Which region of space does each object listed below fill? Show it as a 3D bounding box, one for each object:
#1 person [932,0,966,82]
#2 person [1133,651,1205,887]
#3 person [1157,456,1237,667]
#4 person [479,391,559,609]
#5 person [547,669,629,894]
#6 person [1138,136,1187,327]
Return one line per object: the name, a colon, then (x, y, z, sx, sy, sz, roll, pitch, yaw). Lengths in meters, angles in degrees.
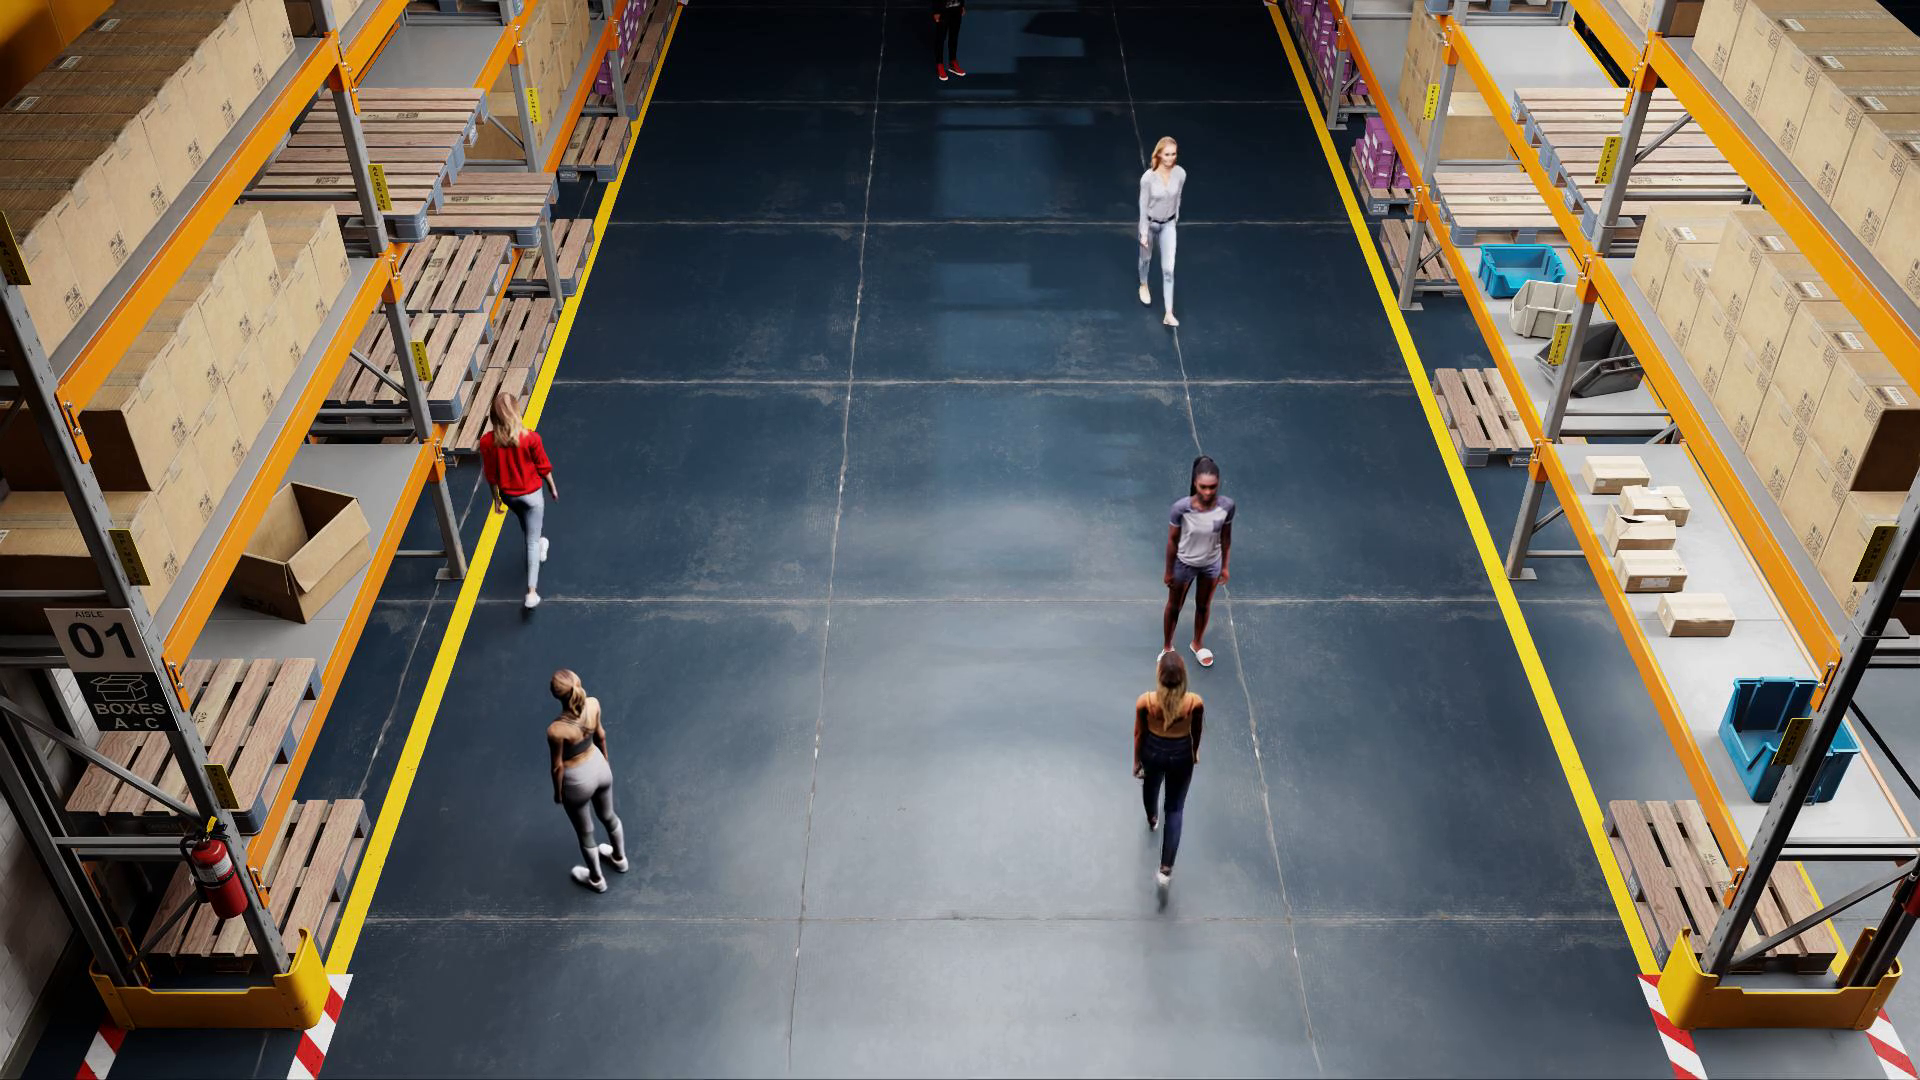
person: (-0.141, -6.311, 19.679, 0.686, 1.675, 0.709, -23, 44, -26)
person: (1.257, 1.390, 10.095, 0.684, 1.604, 1.110, 6, 39, 8)
person: (1.643, 0.172, 11.524, 0.635, 1.722, 0.574, -4, 39, -5)
person: (-3.199, -0.269, 12.123, 0.670, 1.664, 1.139, -2, 39, -2)
person: (-2.243, 1.436, 9.957, 0.691, 1.704, 0.608, 24, 45, 27)
person: (1.785, -2.907, 15.359, 0.729, 1.749, 1.179, -6, 39, -7)
